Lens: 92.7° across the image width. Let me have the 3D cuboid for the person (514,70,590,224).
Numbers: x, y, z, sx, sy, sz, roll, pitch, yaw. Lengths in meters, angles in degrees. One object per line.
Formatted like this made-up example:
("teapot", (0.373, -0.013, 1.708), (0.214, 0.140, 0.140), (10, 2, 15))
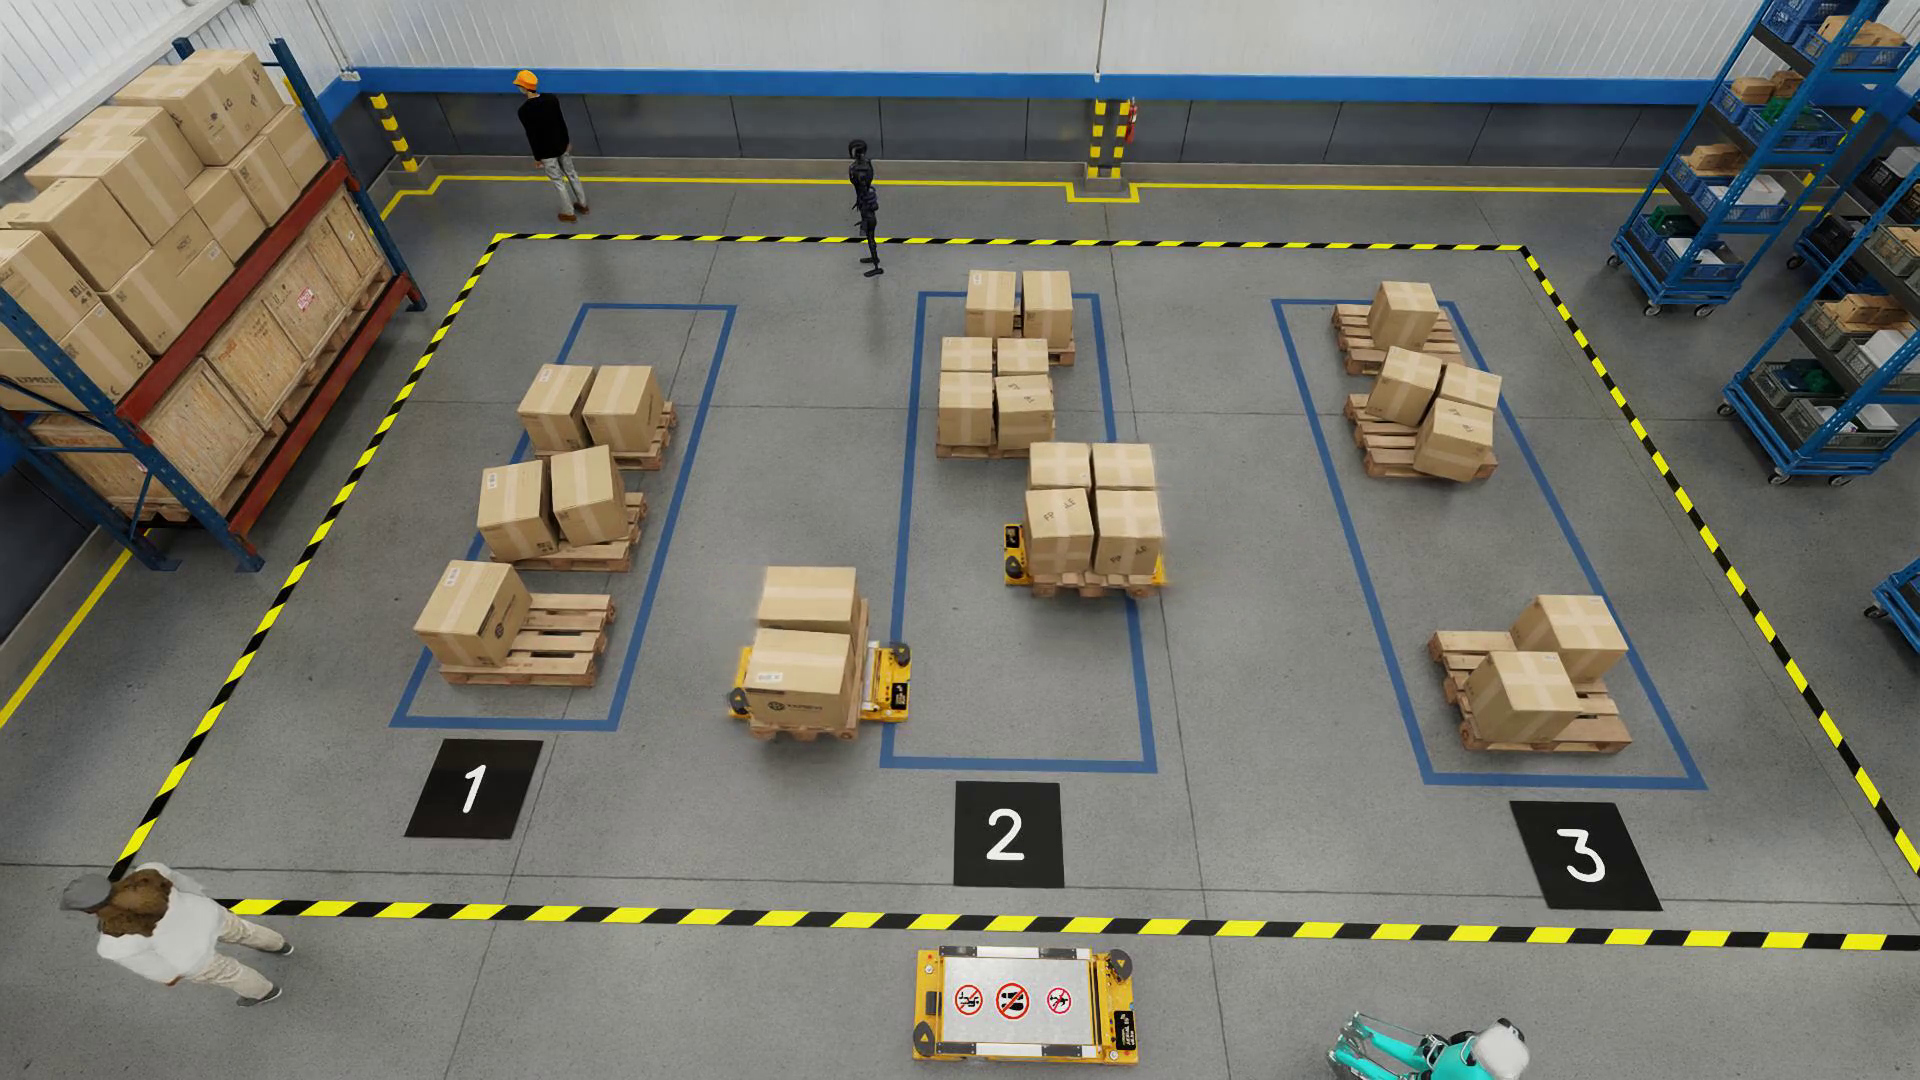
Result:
("person", (-5.095, -4.882, 11.424), (0.366, 1.883, 0.590), (23, 55, 18))

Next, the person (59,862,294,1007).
("person", (-4.686, 2.400, 5.560), (0.399, 1.768, 0.574), (-5, 51, -4))

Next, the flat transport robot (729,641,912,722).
("flat transport robot", (-1.129, 1.146, 7.533), (1.431, 0.197, 0.652), (1, 51, 1))

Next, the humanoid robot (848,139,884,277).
("humanoid robot", (-1.114, -3.884, 10.732), (0.315, 1.659, 0.599), (-7, 51, -6))

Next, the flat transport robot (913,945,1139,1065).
("flat transport robot", (0.422, 3.041, 6.007), (1.431, 0.231, 0.659), (1, 51, 1))

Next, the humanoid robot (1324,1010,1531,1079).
("humanoid robot", (2.452, 2.857, 5.123), (0.533, 1.677, 0.735), (-37, 60, -26))

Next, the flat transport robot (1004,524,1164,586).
("flat transport robot", (1.122, 0.097, 8.389), (1.431, 0.197, 0.652), (1, 51, 1))
